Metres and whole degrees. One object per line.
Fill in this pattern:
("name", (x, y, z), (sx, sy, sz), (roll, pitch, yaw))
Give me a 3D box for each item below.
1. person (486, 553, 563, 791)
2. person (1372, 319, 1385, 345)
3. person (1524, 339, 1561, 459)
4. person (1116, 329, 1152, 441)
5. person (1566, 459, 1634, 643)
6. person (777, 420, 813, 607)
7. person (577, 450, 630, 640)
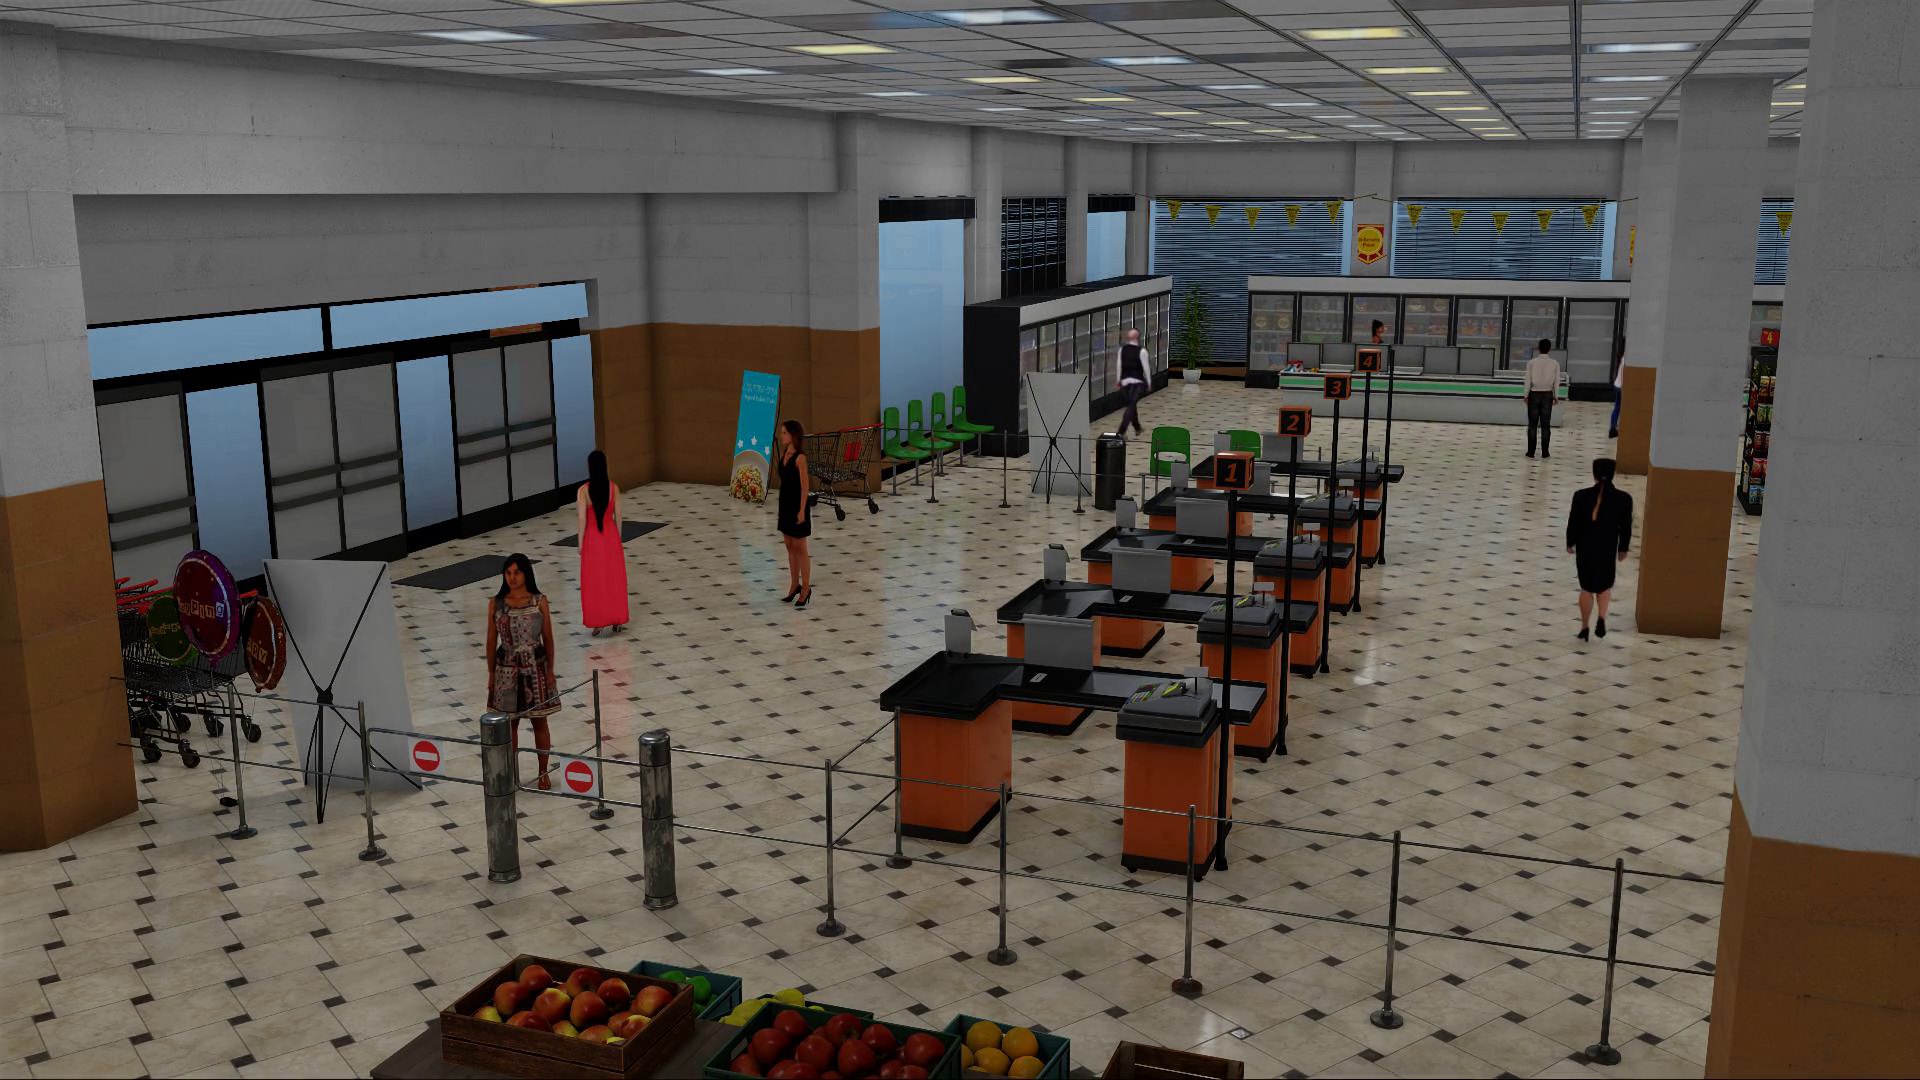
("person", (-2.974, 0.892, 11.319), (0.640, 1.645, 0.784), (-2, 12, -8))
("person", (7.747, -3.319, 31.294), (0.869, 1.654, 0.654), (3, 12, 13))
("person", (8.893, -2.173, 25.473), (0.495, 1.810, 0.742), (3, 12, 15))
("person", (2.762, -2.478, 27.006), (1.247, 1.776, 0.963), (8, 14, 32))
("person", (5.718, 0.124, 14.928), (0.636, 1.661, 0.779), (3, 12, 14))
("person", (-1.627, -0.261, 16.336), (0.727, 1.834, 0.631), (-9, 15, -36))
("person", (-3.281, 0.035, 15.193), (0.716, 1.725, 0.750), (-8, 14, -33))
